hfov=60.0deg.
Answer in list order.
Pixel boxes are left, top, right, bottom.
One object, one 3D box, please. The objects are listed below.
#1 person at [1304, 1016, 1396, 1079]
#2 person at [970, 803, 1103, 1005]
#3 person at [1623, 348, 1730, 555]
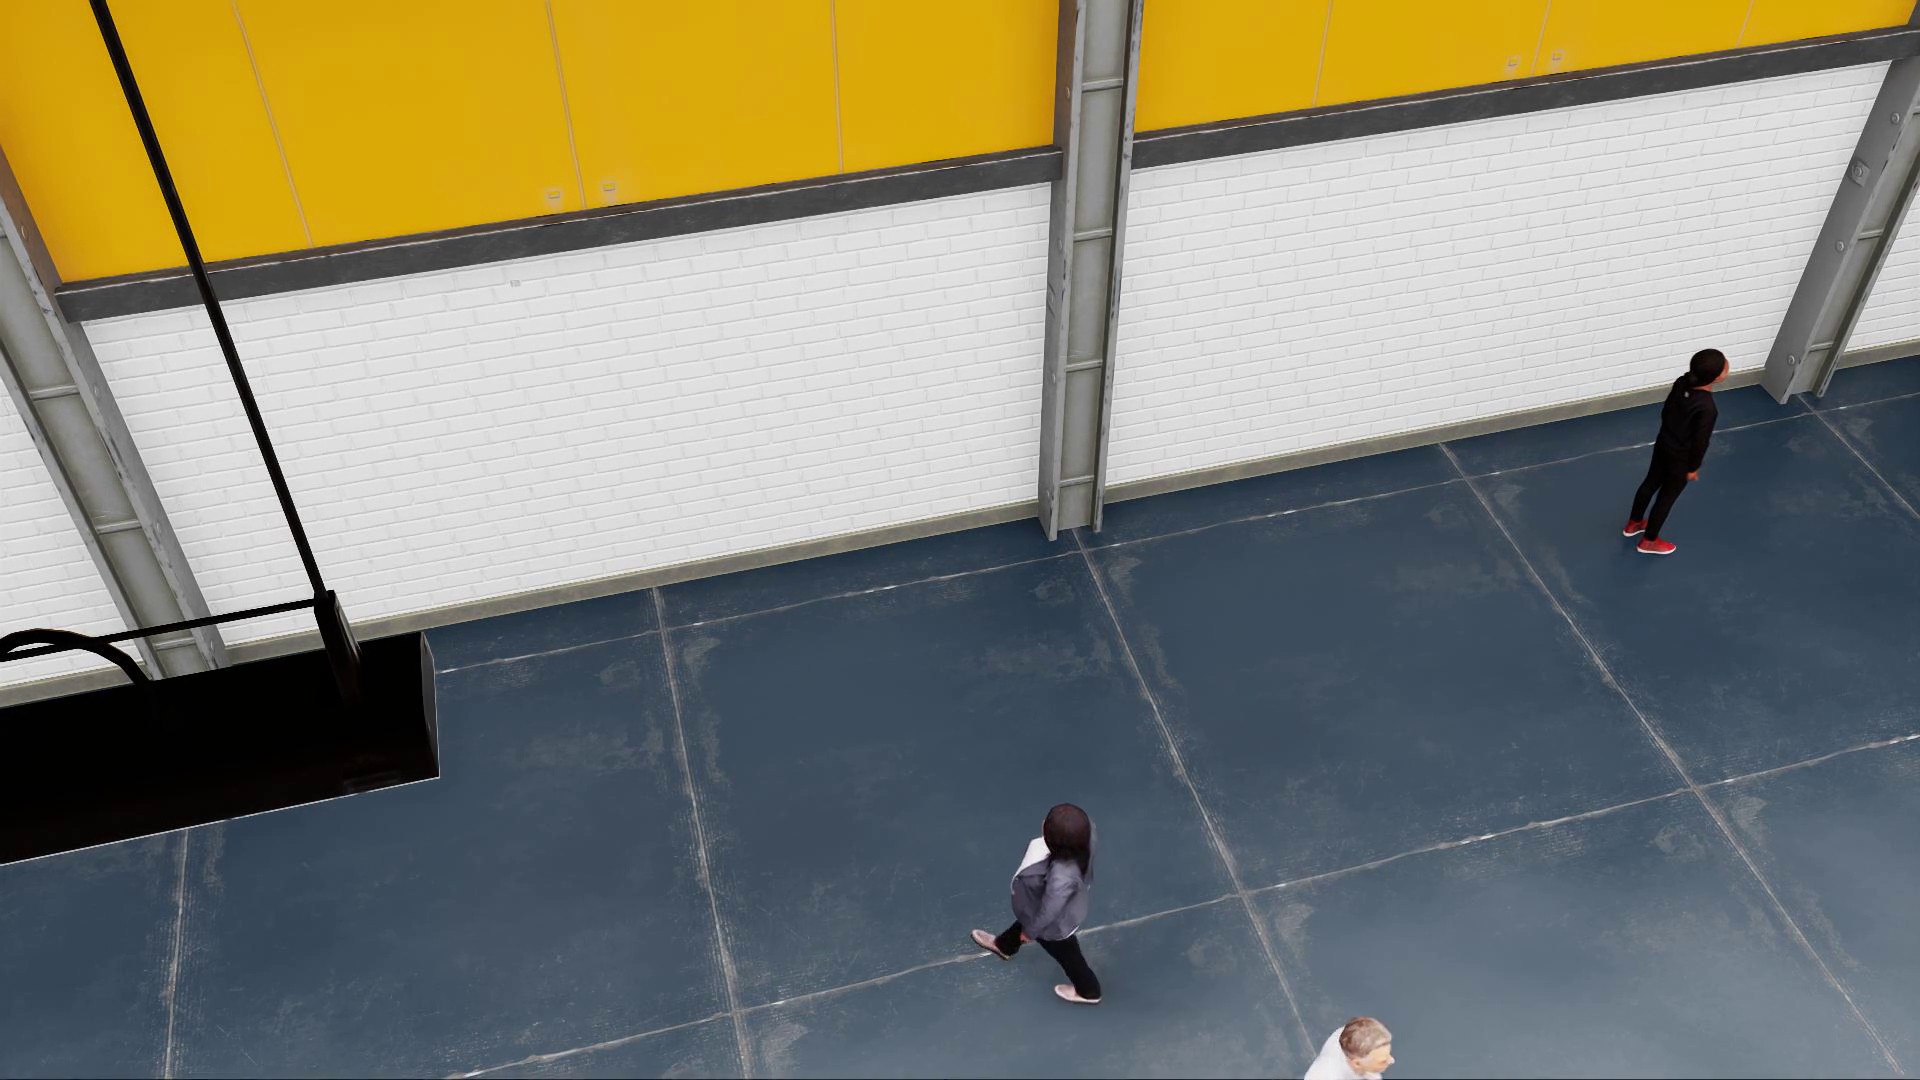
[{"bbox_3d":[1.644,2.677,7.812,1.222,1.789,1.164,21,47,20],"label":"person"},{"bbox_3d":[0.581,1.950,8.741,1.127,1.561,0.951,9,44,9],"label":"person"},{"bbox_3d":[4.887,-0.609,11.345,0.535,1.674,0.595,-9,44,-9],"label":"person"}]
